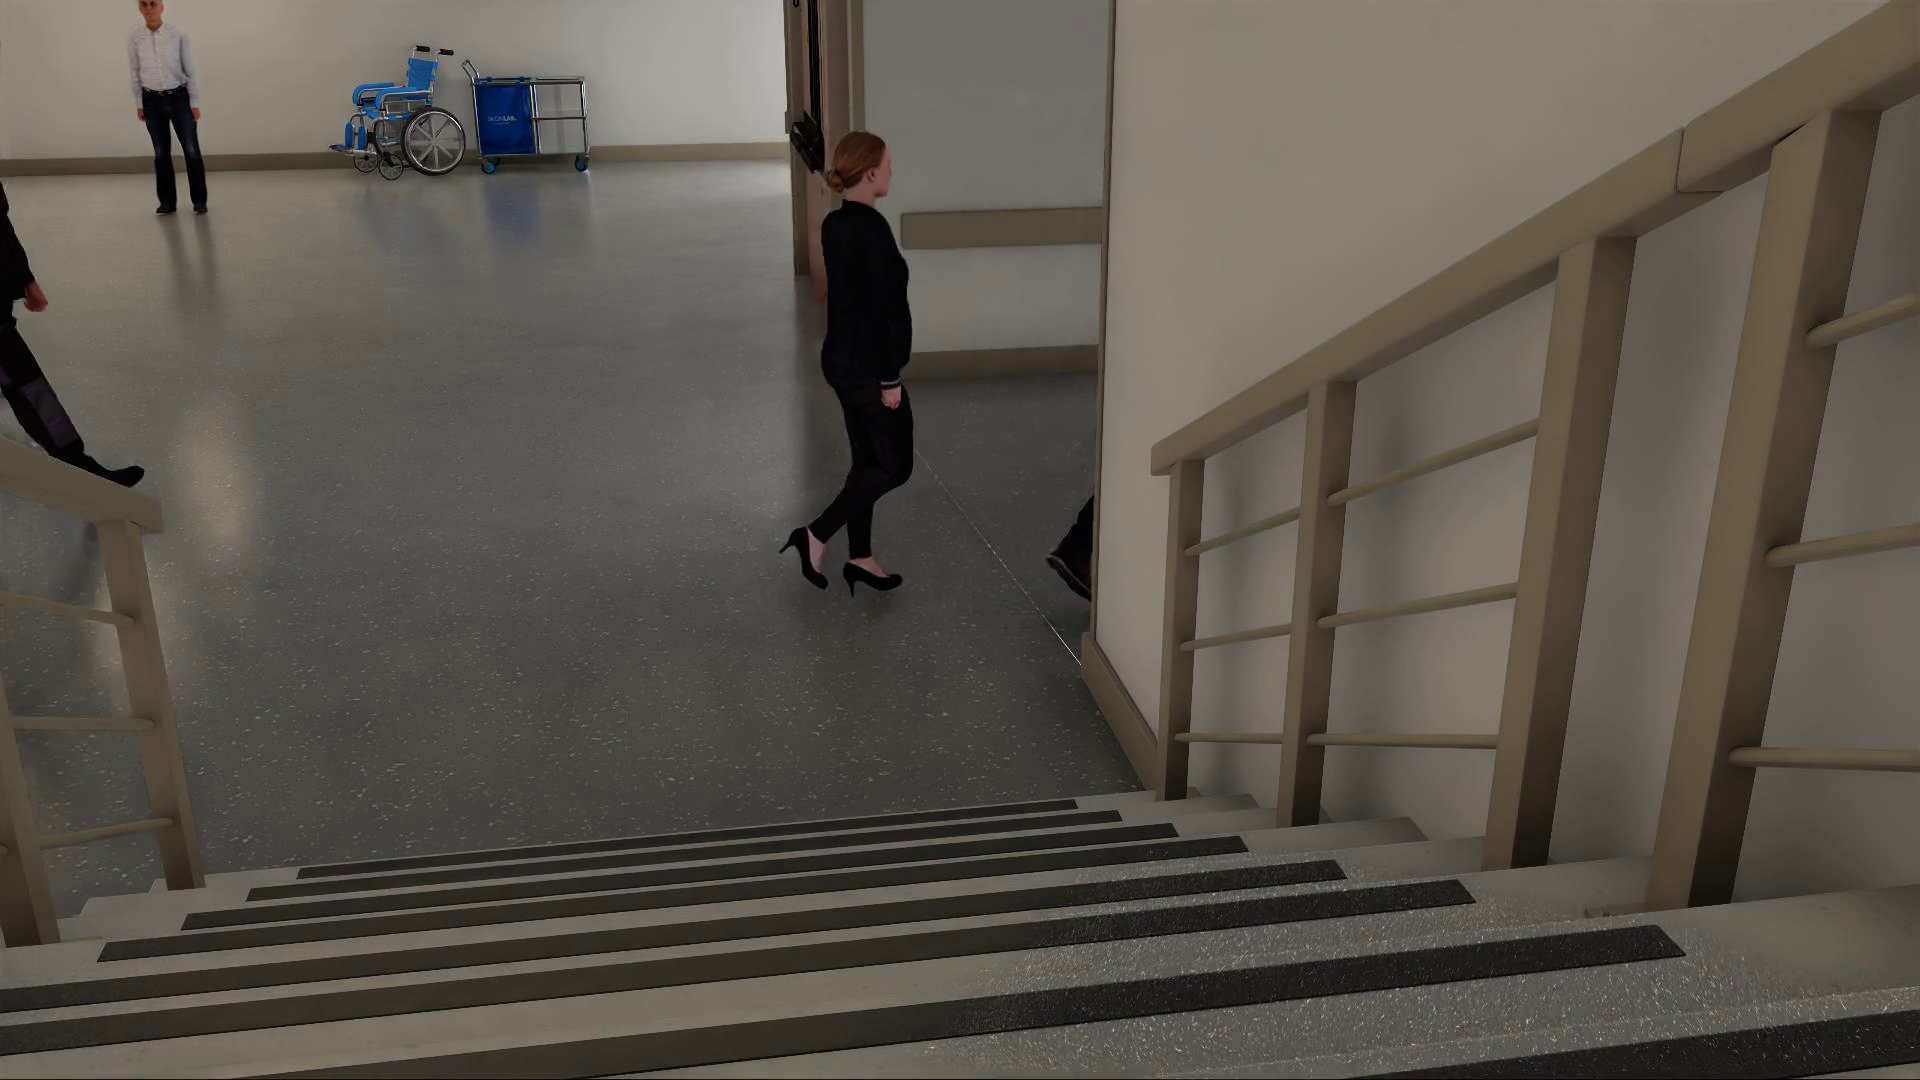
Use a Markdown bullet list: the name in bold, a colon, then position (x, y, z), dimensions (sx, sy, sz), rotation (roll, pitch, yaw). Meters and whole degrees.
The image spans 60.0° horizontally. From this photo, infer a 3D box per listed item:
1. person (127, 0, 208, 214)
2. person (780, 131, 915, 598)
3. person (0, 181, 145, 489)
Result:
- **person**: position (-6.513, -3.610, 13.674), dimensions (0.656, 1.817, 0.559), rotation (-5, 21, -12)
- **person**: position (-0.408, -0.553, 5.807), dimensions (0.796, 1.671, 0.782), rotation (-10, 23, -25)
- **person**: position (-4.067, -0.967, 6.707), dimensions (0.873, 1.810, 1.109), rotation (-5, 21, -13)
